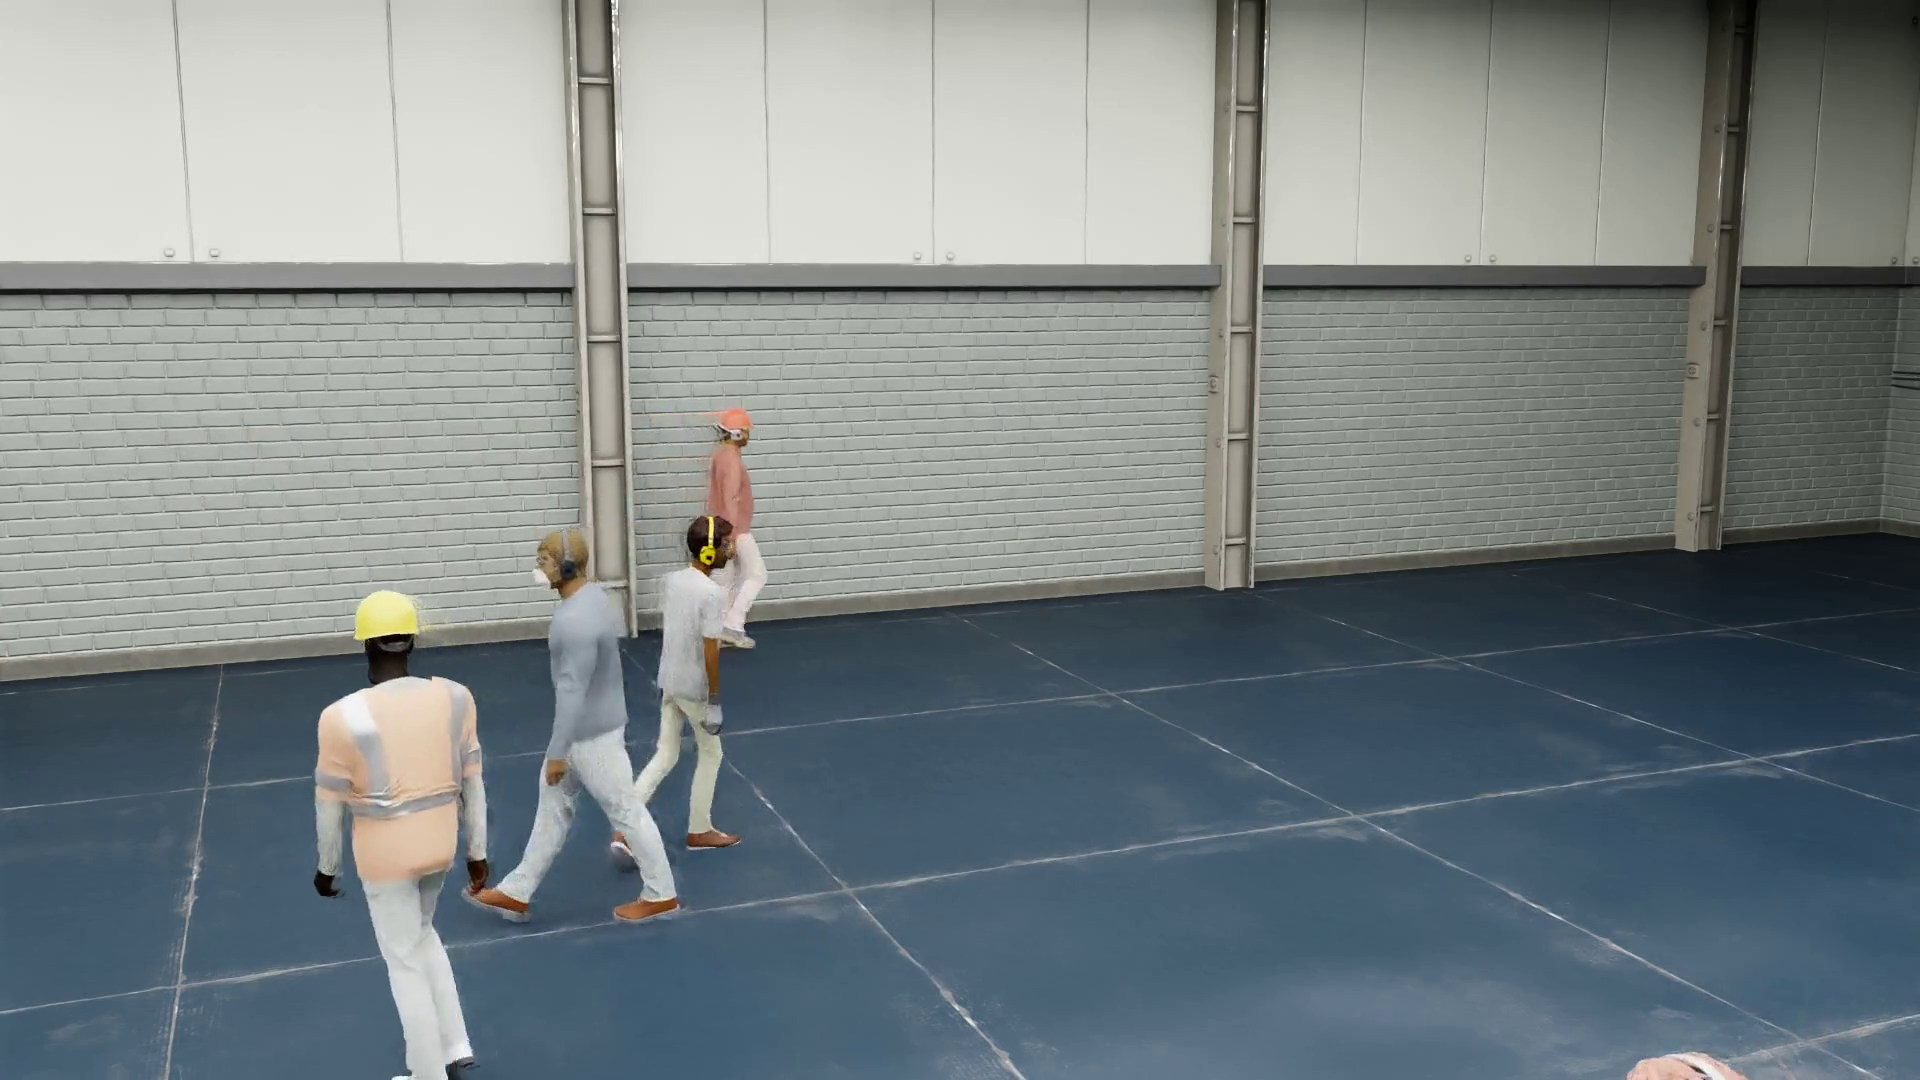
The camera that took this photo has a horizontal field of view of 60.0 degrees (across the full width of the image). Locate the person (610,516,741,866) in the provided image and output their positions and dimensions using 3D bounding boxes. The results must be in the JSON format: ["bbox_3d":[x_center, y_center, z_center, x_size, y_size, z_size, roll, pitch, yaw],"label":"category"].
[{"bbox_3d":[-1.494,0.781,8.522,0.763,1.817,0.635,-7,11,-36],"label":"person"}]

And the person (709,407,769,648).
[{"bbox_3d":[-1.807,-0.083,13.451,0.449,1.976,0.616,-4,10,-24],"label":"person"}]

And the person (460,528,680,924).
[{"bbox_3d":[-1.788,0.883,7.656,1.023,1.880,0.649,-2,9,-14],"label":"person"}]

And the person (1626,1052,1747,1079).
[{"bbox_3d":[1.093,1.695,2.674,1.021,1.853,0.657,-4,10,-25],"label":"person"}]

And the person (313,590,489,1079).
[{"bbox_3d":[-2.040,1.131,6.053,0.483,1.901,0.581,7,11,37],"label":"person"}]
